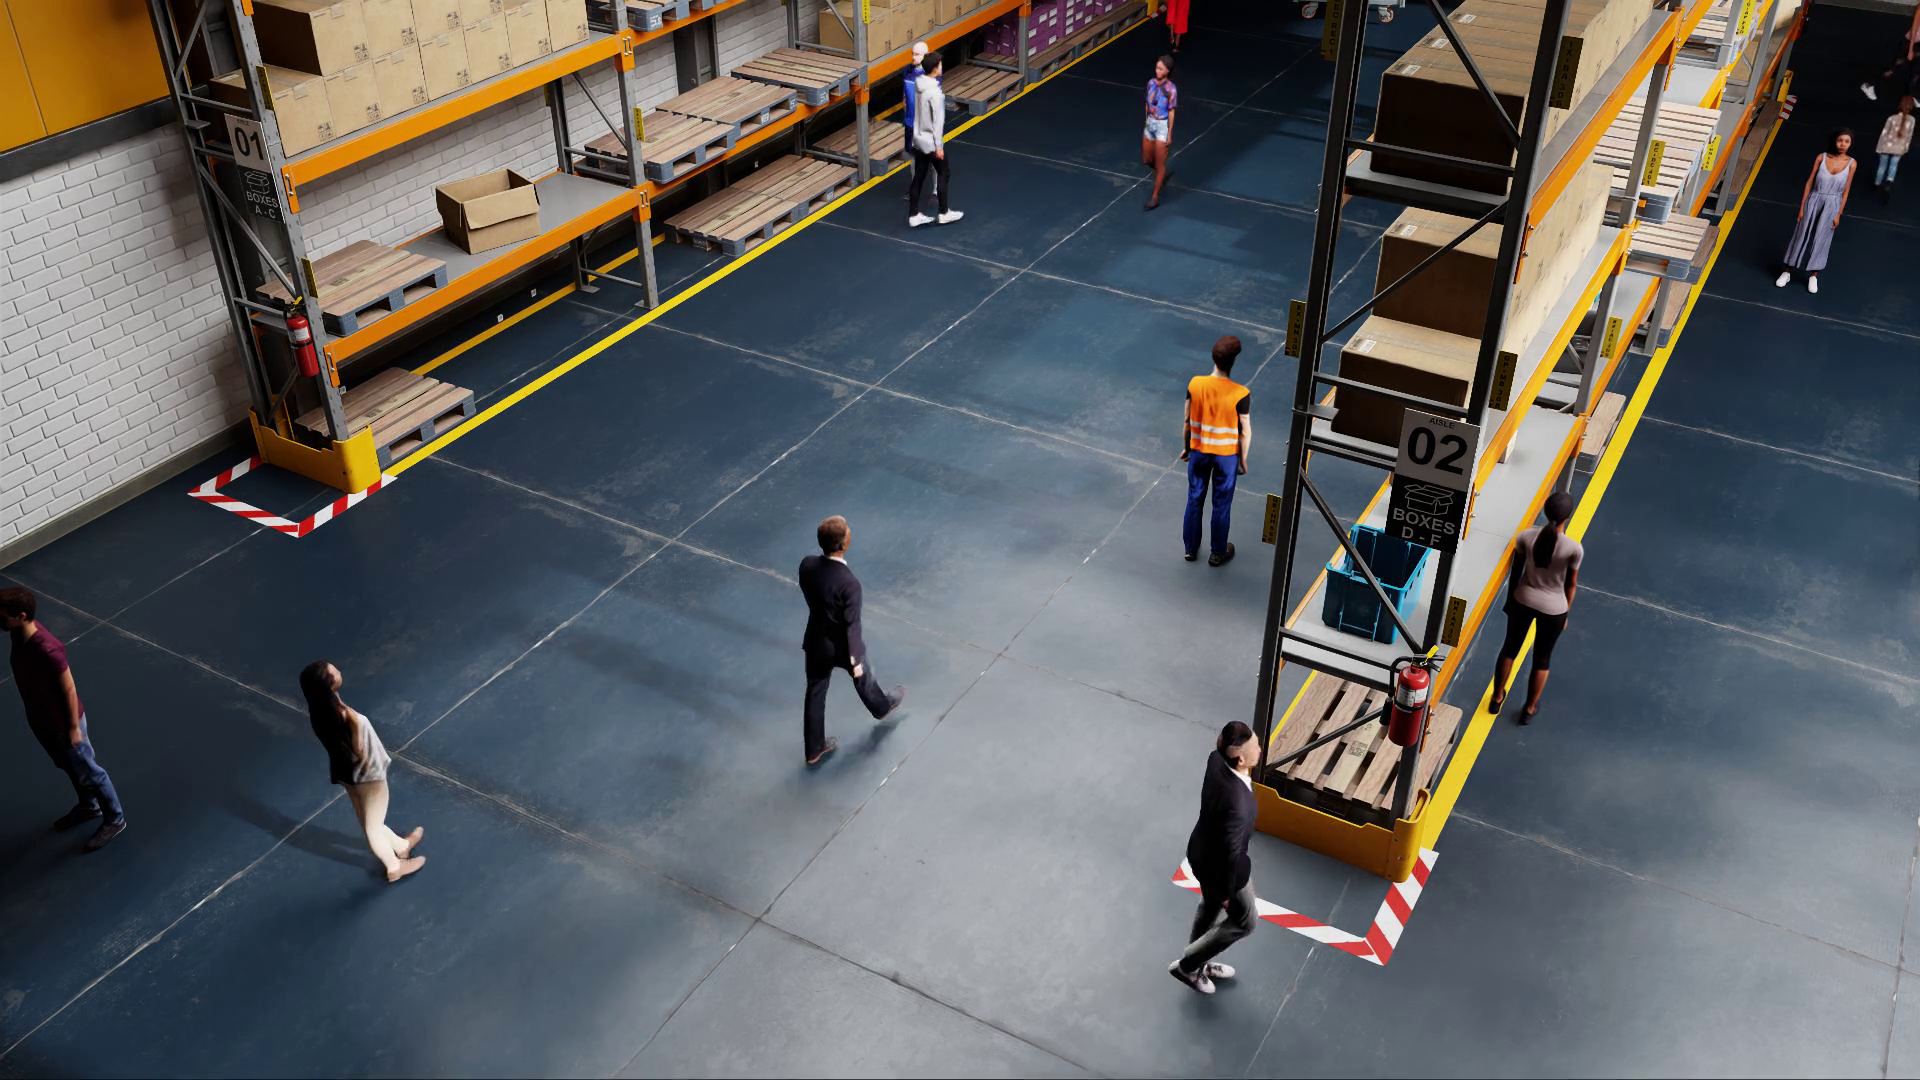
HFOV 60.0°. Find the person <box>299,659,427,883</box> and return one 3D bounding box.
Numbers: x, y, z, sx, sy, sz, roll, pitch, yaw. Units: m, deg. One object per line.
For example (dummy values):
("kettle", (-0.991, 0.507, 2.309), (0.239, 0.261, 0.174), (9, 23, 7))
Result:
("person", (-3.573, 1.377, 9.810), (0.587, 1.638, 0.746), (21, 39, 29))

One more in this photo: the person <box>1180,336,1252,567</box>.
("person", (1.933, -0.669, 12.667), (0.704, 1.885, 0.645), (14, 36, 20))

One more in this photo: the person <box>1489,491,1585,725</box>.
("person", (3.855, 0.455, 11.102), (0.599, 1.744, 0.544), (21, 39, 28))

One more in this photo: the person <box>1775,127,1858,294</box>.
("person", (8.749, -3.365, 16.893), (0.569, 1.695, 0.534), (16, 37, 23))

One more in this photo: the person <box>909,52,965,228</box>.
("person", (-0.420, -4.326, 18.152), (1.038, 1.903, 0.960), (-18, 38, -25))

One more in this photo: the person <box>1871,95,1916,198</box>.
("person", (10.695, -4.486, 19.038), (0.564, 1.189, 0.692), (10, 35, 15))

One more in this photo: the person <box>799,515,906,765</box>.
("person", (-0.872, 0.682, 10.730), (0.826, 1.779, 1.158), (24, 41, 32))

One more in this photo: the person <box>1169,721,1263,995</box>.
("person", (1.323, 1.715, 9.032), (0.907, 1.938, 0.826), (-2, 34, -3))

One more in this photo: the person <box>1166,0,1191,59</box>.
("person", (3.060, -7.644, 23.255), (0.668, 1.780, 0.767), (9, 35, 13))

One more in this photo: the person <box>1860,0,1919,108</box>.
("person", (12.281, -6.464, 21.627), (1.072, 1.615, 0.829), (-27, 42, -35))

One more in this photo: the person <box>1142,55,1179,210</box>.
("person", (2.296, -4.608, 18.729), (0.700, 1.734, 0.876), (27, 42, 35))

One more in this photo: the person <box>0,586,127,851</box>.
("person", (-5.492, 1.050, 10.107), (0.679, 1.855, 0.588), (22, 40, 30))

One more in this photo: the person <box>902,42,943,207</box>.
("person", (-0.424, -4.723, 18.807), (0.673, 1.839, 0.575), (20, 38, 27))
